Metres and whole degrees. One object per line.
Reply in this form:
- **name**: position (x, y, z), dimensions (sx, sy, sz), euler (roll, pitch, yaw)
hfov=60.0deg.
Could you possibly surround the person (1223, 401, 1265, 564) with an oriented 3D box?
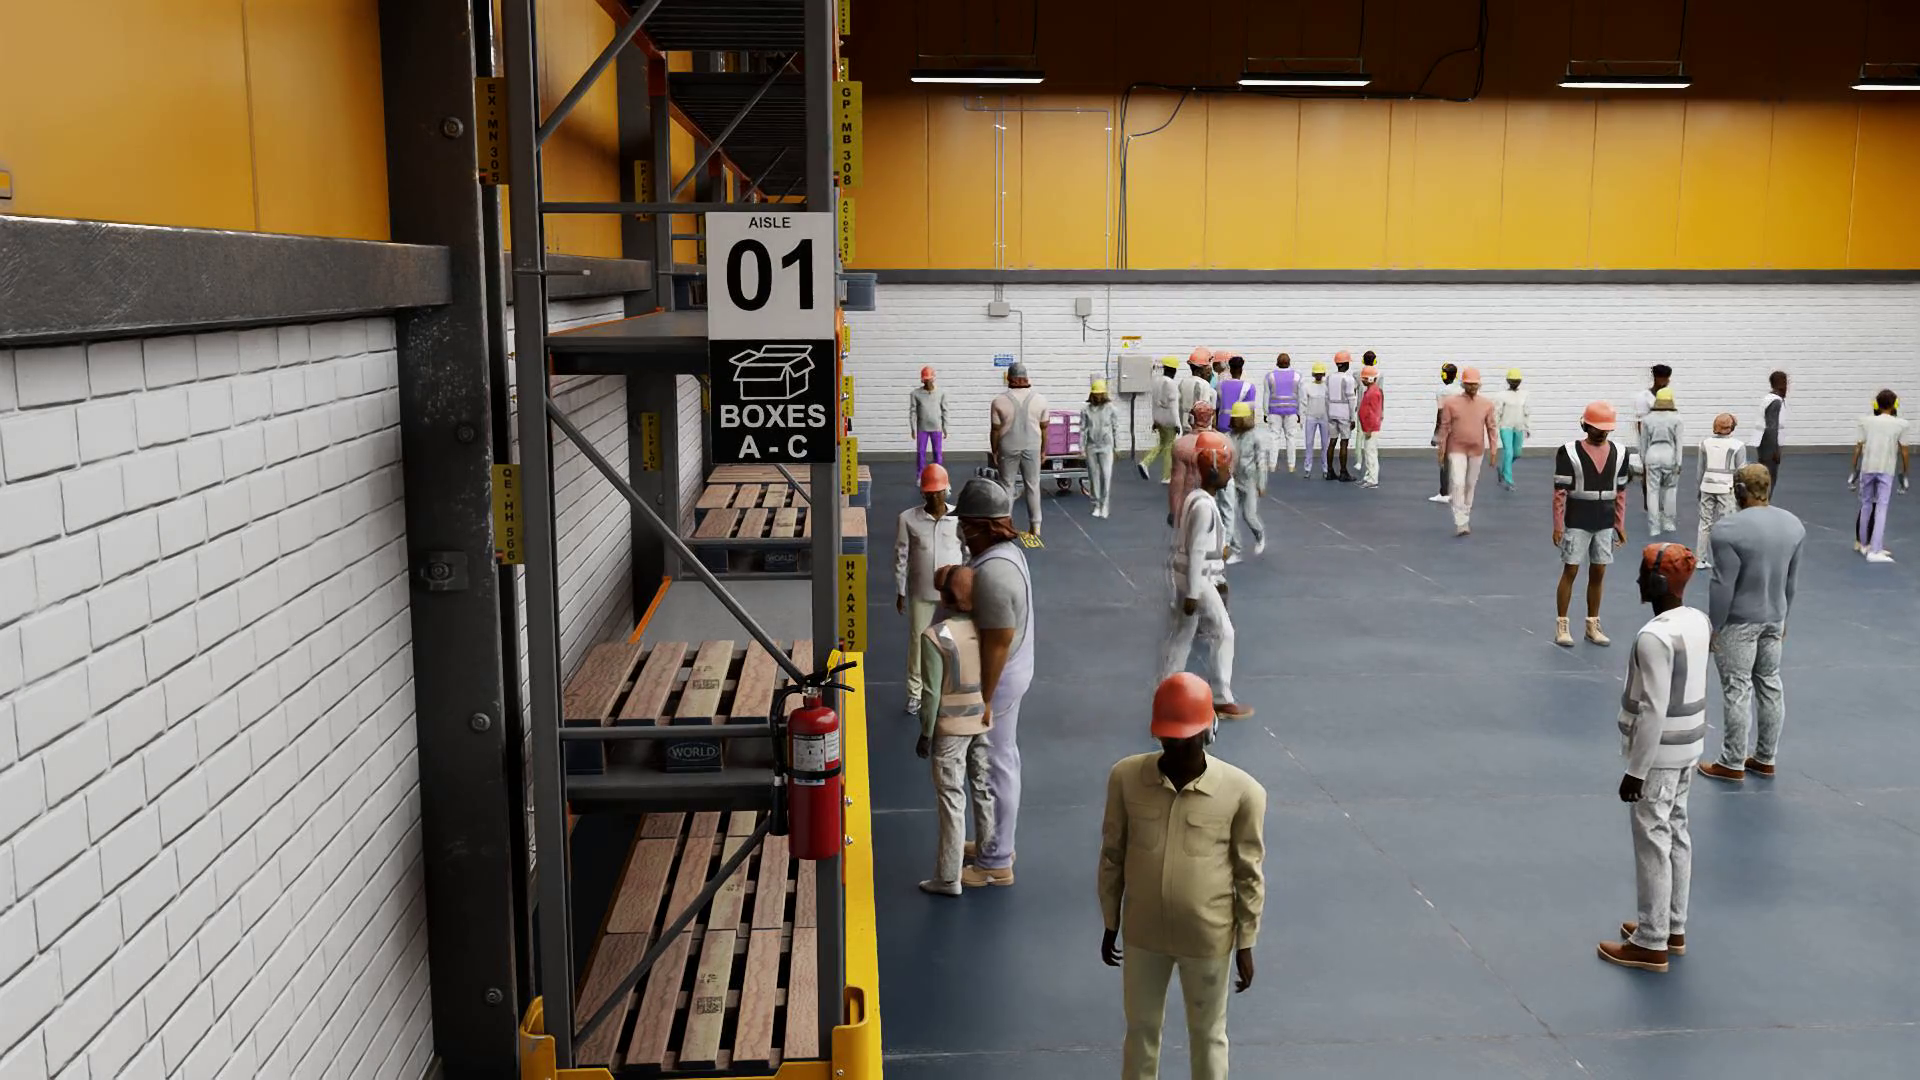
- **person**: position (2.998, -0.612, 17.566), dimensions (0.499, 1.726, 0.530), euler (7, 11, 36)

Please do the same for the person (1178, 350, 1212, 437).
- **person**: position (3.138, -1.486, 22.039), dimensions (0.378, 2.044, 0.607), euler (-5, 10, -30)

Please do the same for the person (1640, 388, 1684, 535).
- **person**: position (8.248, -0.929, 19.547), dimensions (0.497, 1.711, 0.715), euler (6, 11, 32)

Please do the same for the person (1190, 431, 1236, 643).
- **person**: position (2.054, -0.026, 13.774), dimensions (0.338, 1.752, 0.564), euler (-3, 10, -21)

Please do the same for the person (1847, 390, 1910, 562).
- **person**: position (9.865, -0.691, 17.829), dimensions (0.566, 1.811, 0.827), euler (7, 11, 37)

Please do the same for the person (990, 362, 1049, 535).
- **person**: position (0.678, -1.072, 19.450), dimensions (0.682, 2.000, 0.535), euler (-1, 9, -6)

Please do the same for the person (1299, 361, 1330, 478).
- **person**: position (5.346, -1.792, 24.863), dimensions (0.535, 1.759, 0.352), euler (1, 9, 9)

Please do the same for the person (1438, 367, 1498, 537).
- **person**: position (5.919, -1.008, 19.271), dimensions (0.644, 1.960, 0.908), euler (0, 9, 2)

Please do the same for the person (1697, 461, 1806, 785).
- **person**: position (4.706, 0.498, 9.934), dimensions (0.628, 1.933, 0.378), euler (-3, 10, -18)

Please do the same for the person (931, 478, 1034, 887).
- **person**: position (0.097, 0.700, 8.321), dimensions (0.536, 2.000, 0.683), euler (1, 9, 7)

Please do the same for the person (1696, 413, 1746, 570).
- **person**: position (7.767, -0.479, 17.013), dimensions (0.312, 1.634, 0.514), euler (-6, 11, -34)

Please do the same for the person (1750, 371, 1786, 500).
- **person**: position (9.739, -1.088, 20.099), dimensions (0.363, 1.882, 0.742), euler (4, 10, 23)

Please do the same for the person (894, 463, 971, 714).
- **person**: position (-0.169, 0.339, 11.486), dimensions (0.573, 1.748, 0.342), euler (-1, 9, -4)

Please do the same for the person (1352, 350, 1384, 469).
- **person**: position (6.362, -2.025, 25.976), dimensions (0.532, 1.866, 0.310), euler (3, 9, 17)

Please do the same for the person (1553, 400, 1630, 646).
- **person**: position (5.151, -0.132, 13.567), dimensions (0.615, 2.031, 0.399), euler (-1, 9, -4)

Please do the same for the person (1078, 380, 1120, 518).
- **person**: position (1.716, -1.126, 20.755), dimensions (0.513, 1.717, 0.685), euler (2, 9, 13)

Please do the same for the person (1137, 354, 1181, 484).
- **person**: position (2.936, -1.743, 24.132), dimensions (0.545, 1.896, 0.592), euler (-3, 10, -20)

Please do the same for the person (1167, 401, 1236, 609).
- **person**: position (2.155, -0.300, 15.024), dimensions (0.642, 1.909, 0.408), euler (-4, 10, -22)

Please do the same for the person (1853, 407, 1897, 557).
- **person**: position (9.939, -0.674, 18.011), dimensions (0.320, 1.698, 0.538), euler (1, 9, 6)

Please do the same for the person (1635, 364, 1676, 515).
- **person**: position (8.807, -1.266, 20.996), dimensions (0.648, 1.933, 0.474), euler (-3, 9, -17)

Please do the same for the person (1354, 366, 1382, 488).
- **person**: position (5.853, -1.626, 23.846), dimensions (0.339, 1.745, 0.562), euler (1, 9, 6)

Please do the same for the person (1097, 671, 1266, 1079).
- **person**: position (0.720, 1.288, 5.532), dimensions (0.560, 1.750, 0.329), euler (3, 10, 20)

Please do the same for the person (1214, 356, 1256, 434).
- **person**: position (3.711, -1.518, 22.549), dimensions (0.619, 1.953, 0.397), euler (6, 11, 33)

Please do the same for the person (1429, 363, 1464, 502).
- **person**: position (6.535, -1.435, 22.278), dimensions (0.535, 1.864, 0.309), euler (-5, 10, -27)

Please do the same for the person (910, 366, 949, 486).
- **person**: position (-0.441, -1.625, 23.873), dimensions (0.563, 1.740, 0.361), euler (0, 9, 2)

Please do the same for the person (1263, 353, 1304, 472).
- **person**: position (4.974, -1.960, 25.643), dimensions (0.626, 1.846, 0.429), euler (1, 9, 5)

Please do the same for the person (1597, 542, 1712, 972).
- **person**: position (3.062, 0.942, 7.294), dimensions (0.341, 1.882, 0.586), euler (8, 12, 42)

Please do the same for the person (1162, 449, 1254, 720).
- **person**: position (1.724, 0.307, 11.369), dimensions (0.783, 1.854, 0.590), euler (0, 9, -1)

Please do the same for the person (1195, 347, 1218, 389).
- **person**: position (3.400, -1.684, 23.325), dimensions (0.409, 2.035, 0.613), euler (5, 10, 26)

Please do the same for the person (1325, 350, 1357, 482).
- **person**: position (5.615, -1.826, 24.490), dimensions (0.347, 1.943, 0.545), euler (-6, 11, -35)

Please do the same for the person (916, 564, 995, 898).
- **person**: position (0.005, 0.929, 8.148), dimensions (0.519, 1.637, 0.307), euler (-8, 12, -42)

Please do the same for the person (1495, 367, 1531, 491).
- **person**: position (7.813, -1.597, 23.652), dimensions (0.520, 1.751, 0.692), euler (-2, 9, -11)
